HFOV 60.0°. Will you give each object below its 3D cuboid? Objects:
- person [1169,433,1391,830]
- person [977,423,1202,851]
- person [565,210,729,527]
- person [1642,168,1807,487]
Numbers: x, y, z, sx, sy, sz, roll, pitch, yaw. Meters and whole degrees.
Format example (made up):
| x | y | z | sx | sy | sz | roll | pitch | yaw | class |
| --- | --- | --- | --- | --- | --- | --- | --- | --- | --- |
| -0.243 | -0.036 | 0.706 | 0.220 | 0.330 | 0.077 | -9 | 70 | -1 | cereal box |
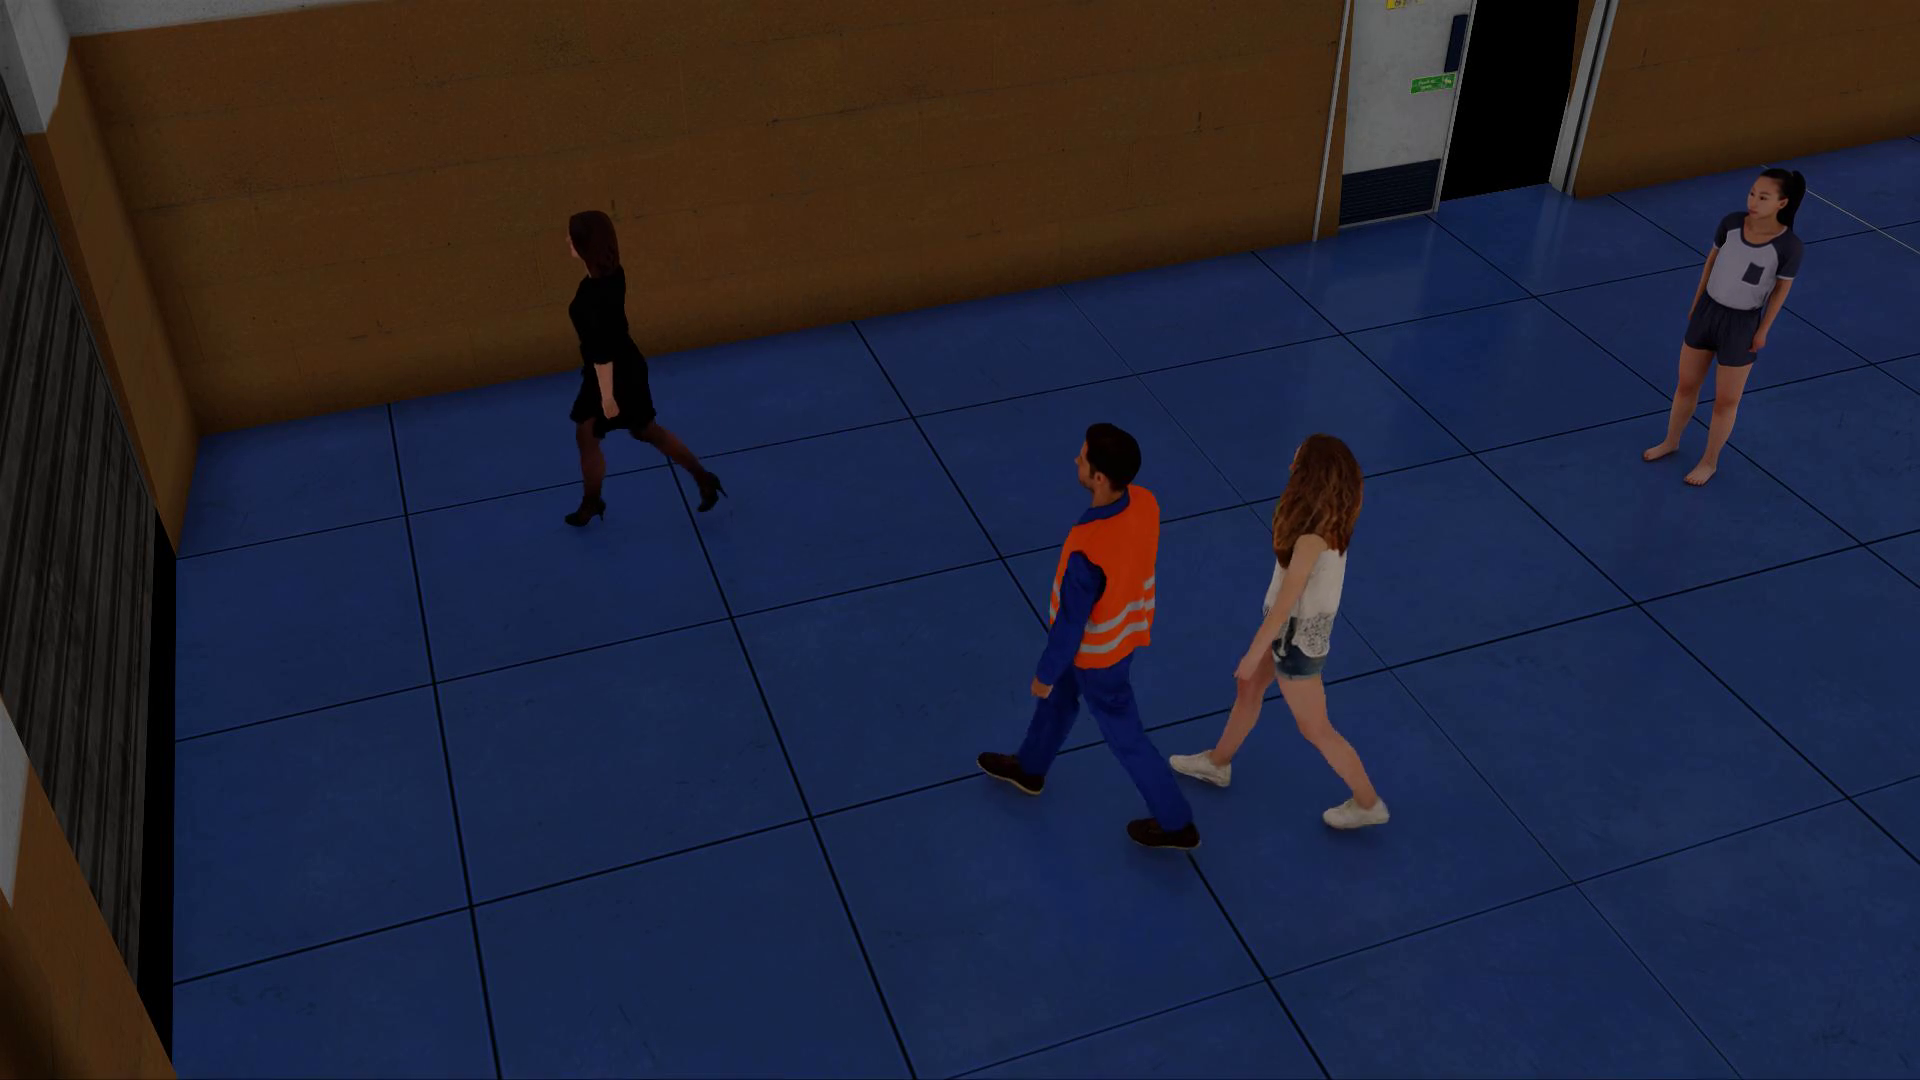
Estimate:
| x | y | z | sx | sy | sz | roll | pitch | yaw | class |
| --- | --- | --- | --- | --- | --- | --- | --- | --- | --- |
| 1.343 | 0.421 | 6.155 | 1.103 | 1.720 | 1.105 | 13 | 39 | 16 | person |
| 0.593 | 0.430 | 6.059 | 1.285 | 1.821 | 1.212 | 17 | 40 | 21 | person |
| -1.517 | -0.738 | 7.727 | 0.945 | 1.670 | 1.061 | 4 | 37 | 5 | person |
| 3.777 | -1.052 | 8.175 | 0.704 | 1.651 | 0.548 | -23 | 42 | -27 | person |
